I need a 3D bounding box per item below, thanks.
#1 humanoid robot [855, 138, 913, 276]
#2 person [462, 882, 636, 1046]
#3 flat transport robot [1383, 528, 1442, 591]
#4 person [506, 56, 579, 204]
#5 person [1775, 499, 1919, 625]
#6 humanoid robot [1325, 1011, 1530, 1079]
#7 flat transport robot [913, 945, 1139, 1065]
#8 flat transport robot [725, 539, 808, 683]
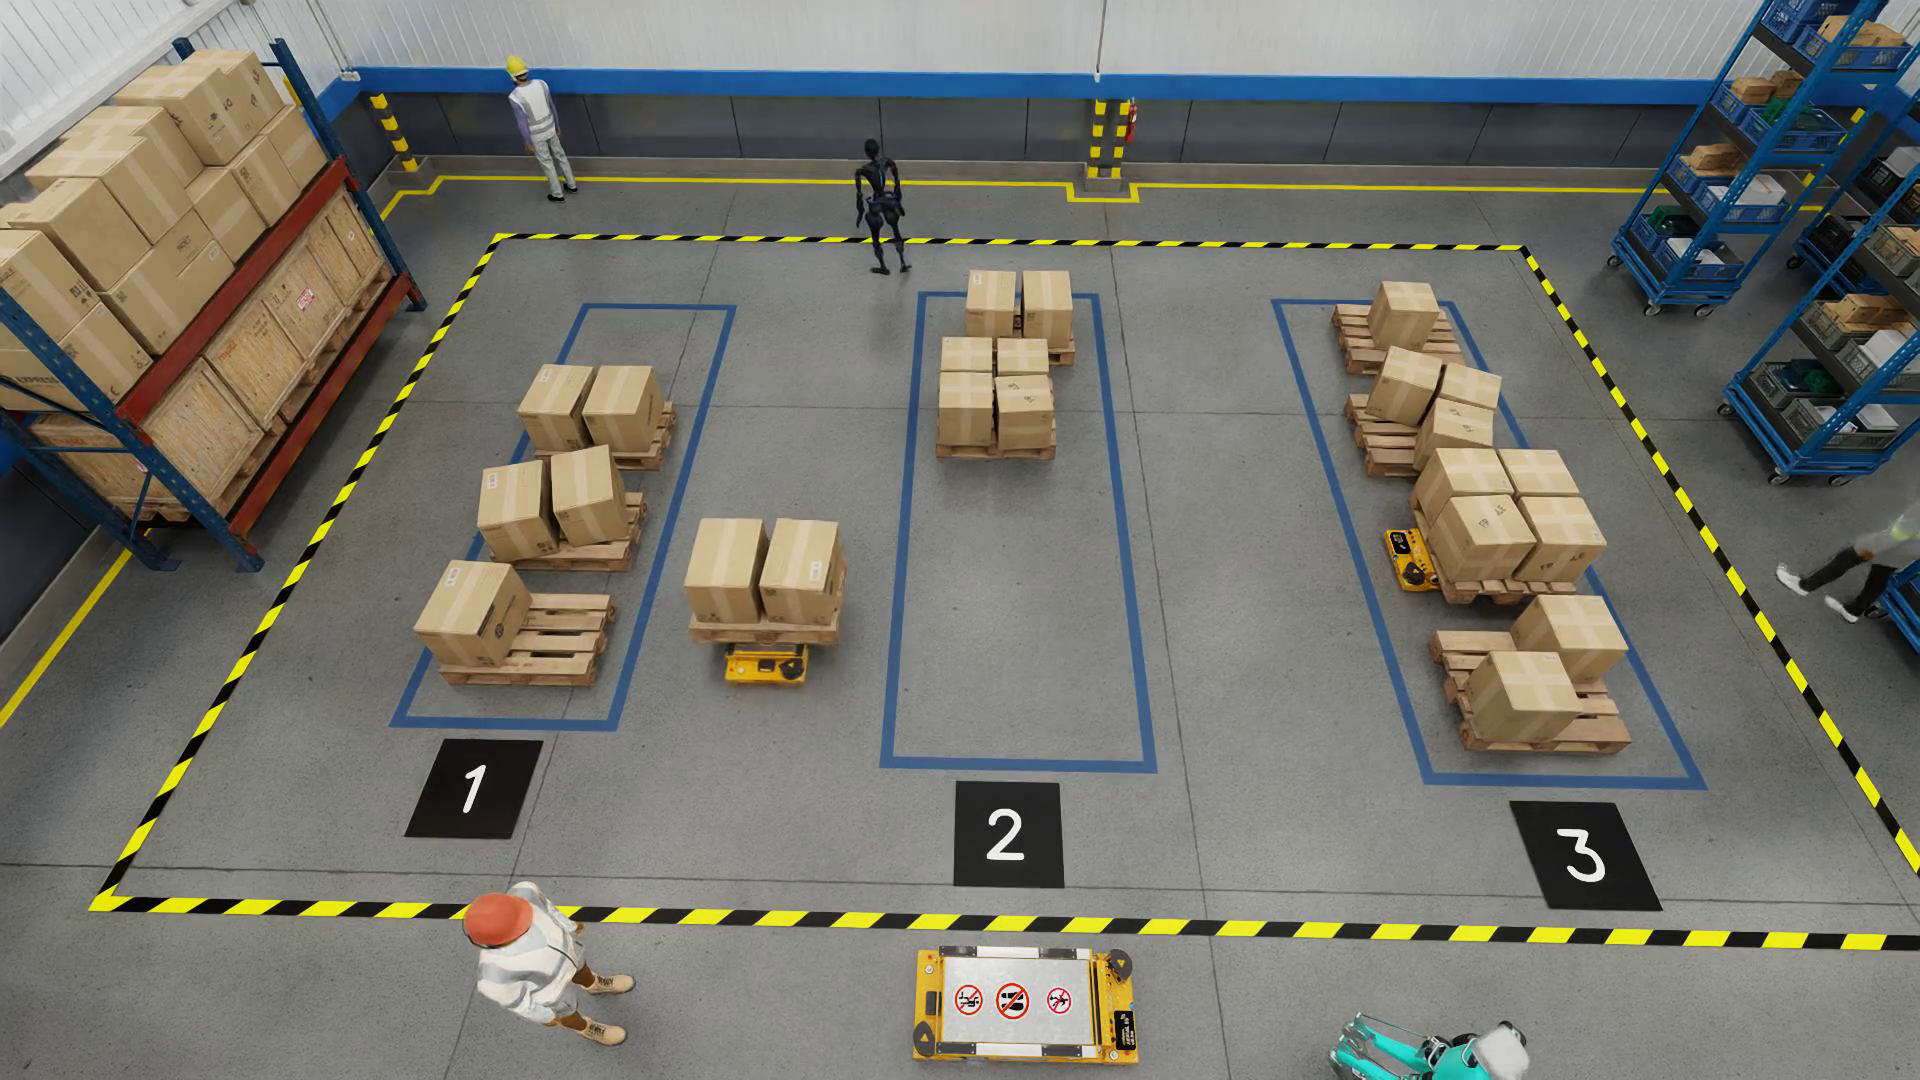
[{"bbox_3d":[-0.893,-3.842,10.712,0.611,1.648,0.453,-21,54,-16],"label":"humanoid robot"},{"bbox_3d":[-2.356,2.476,5.321,0.366,2.048,0.606,-1,51,-1],"label":"person"},{"bbox_3d":[4.689,0.155,8.342,1.431,0.197,0.652,1,51,1],"label":"flat transport robot"},{"bbox_3d":[-5.383,-5.238,11.746,0.404,1.829,0.598,24,55,18],"label":"person"},{"bbox_3d":[7.678,-0.038,7.523,0.597,1.830,0.577,-11,52,-9],"label":"person"},{"bbox_3d":[2.459,2.862,5.121,0.533,1.673,0.735,-36,59,-26],"label":"humanoid robot"},{"bbox_3d":[0.422,3.041,6.007,1.431,0.231,0.659,1,51,1],"label":"flat transport robot"},{"bbox_3d":[-1.606,0.579,7.996,0.652,0.197,1.431,1,51,1],"label":"flat transport robot"}]
